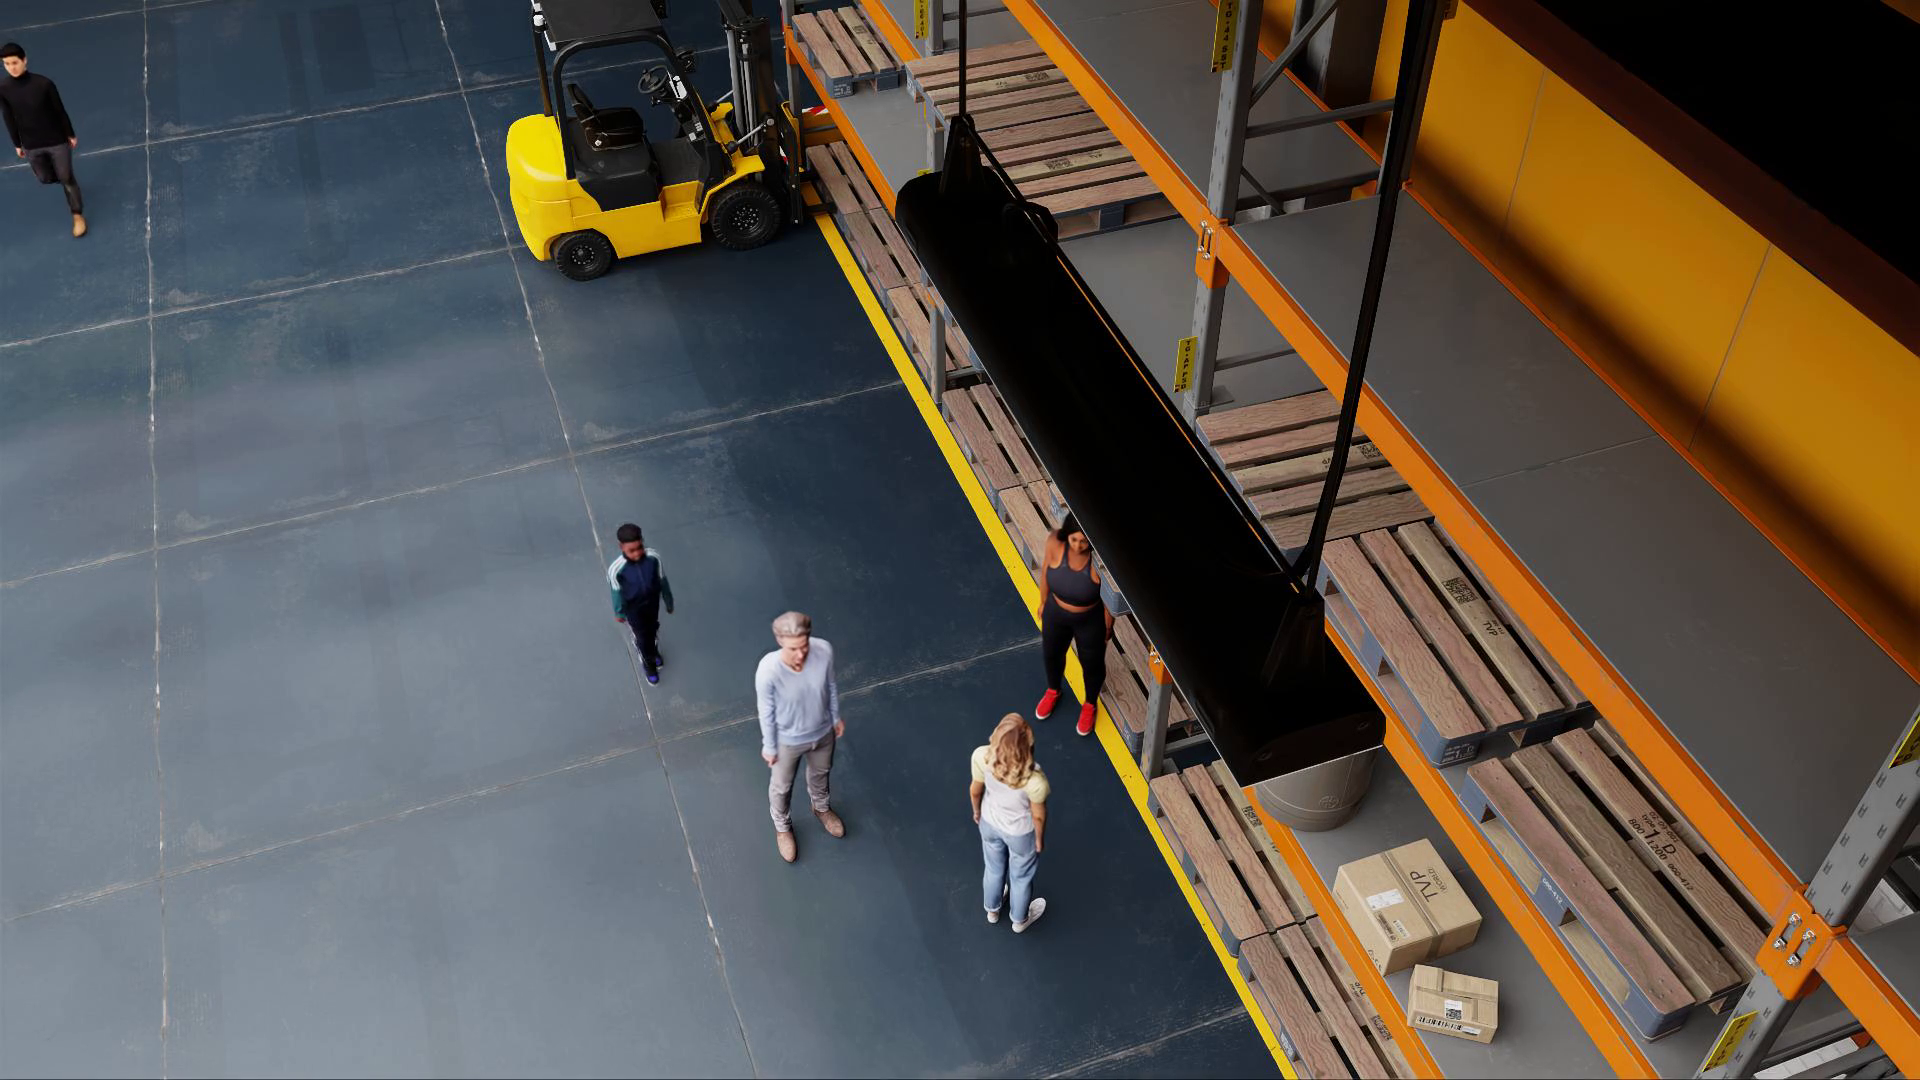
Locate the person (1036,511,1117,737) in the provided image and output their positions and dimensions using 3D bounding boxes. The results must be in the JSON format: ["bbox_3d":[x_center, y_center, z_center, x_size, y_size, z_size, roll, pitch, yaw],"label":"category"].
[{"bbox_3d":[0.725,0.443,10.237,0.770,1.815,0.830,18,46,18],"label":"person"}]

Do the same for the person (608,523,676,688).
[{"bbox_3d":[-2.082,0.340,10.756,0.569,1.248,0.623,-22,48,-22],"label":"person"}]

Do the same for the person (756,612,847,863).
[{"bbox_3d":[-0.911,1.083,9.509,0.708,1.892,0.621,-22,48,-22],"label":"person"}]

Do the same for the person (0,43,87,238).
[{"bbox_3d":[-7.981,-3.539,14.494,0.746,1.708,0.983,-8,44,-8],"label":"person"}]

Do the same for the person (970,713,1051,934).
[{"bbox_3d":[0.274,1.566,9.125,0.685,1.722,0.760,21,47,21],"label":"person"}]
